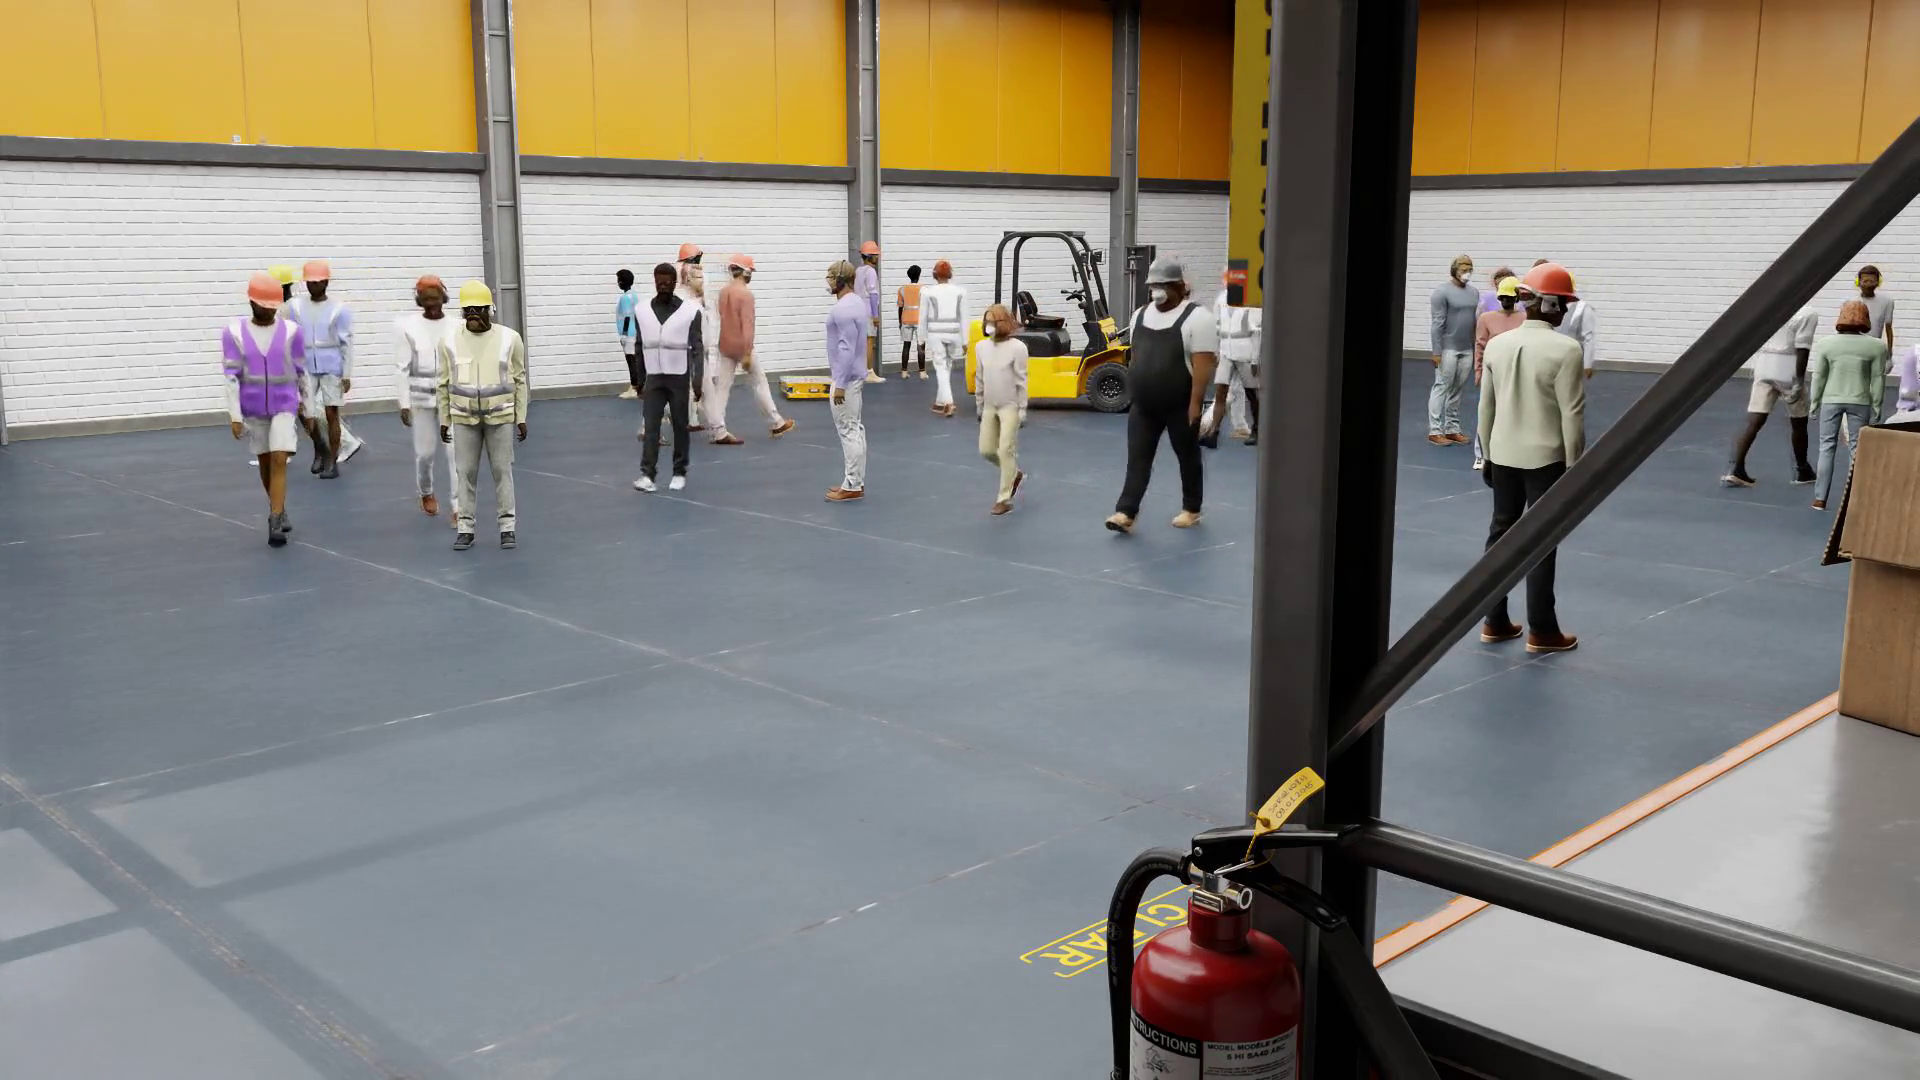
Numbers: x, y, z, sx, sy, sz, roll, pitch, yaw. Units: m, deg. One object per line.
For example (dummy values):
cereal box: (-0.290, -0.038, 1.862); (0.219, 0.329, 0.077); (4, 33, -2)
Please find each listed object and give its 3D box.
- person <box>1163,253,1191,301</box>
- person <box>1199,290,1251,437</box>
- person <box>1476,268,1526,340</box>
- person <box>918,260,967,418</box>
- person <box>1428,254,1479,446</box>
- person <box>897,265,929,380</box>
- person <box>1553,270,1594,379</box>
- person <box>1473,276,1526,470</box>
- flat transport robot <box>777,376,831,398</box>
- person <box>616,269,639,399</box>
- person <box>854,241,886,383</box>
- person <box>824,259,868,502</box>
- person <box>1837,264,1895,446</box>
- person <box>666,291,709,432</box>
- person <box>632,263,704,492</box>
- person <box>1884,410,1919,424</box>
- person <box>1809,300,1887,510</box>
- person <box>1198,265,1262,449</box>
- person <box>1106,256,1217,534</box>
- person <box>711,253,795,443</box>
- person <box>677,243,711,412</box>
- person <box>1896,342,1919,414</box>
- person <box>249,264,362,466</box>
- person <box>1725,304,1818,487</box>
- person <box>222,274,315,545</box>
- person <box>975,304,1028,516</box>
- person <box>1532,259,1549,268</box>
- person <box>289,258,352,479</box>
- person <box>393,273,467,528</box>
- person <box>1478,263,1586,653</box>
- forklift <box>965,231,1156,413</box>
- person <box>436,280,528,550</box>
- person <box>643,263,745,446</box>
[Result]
person: (2.690, -2.712, 21.318); (0.407, 1.902, 0.639); (6, 12, 31)
person: (2.807, -1.930, 17.353); (0.738, 1.802, 0.684); (-1, 10, -6)
person: (5.558, -1.834, 16.803); (0.550, 1.795, 0.798); (-3, 11, -15)
person: (-0.189, -2.377, 19.652); (0.586, 1.848, 0.956); (-4, 11, -20)
person: (5.029, -1.926, 16.929); (0.634, 1.936, 0.351); (-7, 12, -32)
person: (-0.677, -3.223, 24.679); (0.534, 1.694, 0.317); (4, 11, 20)
person: (6.060, -1.817, 16.730); (0.599, 1.803, 0.562); (9, 14, 42)
person: (4.937, -1.504, 15.110); (0.523, 1.762, 0.329); (2, 11, 10)
flat transport robot: (-2.032, -2.042, 22.109); (0.652, 0.197, 1.431); (-2, 11, -12)
person: (-4.341, -2.697, 21.796); (0.318, 1.696, 0.532); (0, 10, -1)
person: (-1.316, -3.293, 24.090); (0.386, 2.045, 0.605); (-5, 11, -25)
person: (-0.919, -1.272, 13.355); (0.357, 1.938, 0.637); (1, 10, 4)
person: (9.214, -1.880, 16.954); (0.577, 1.842, 0.522); (4, 11, 22)
person: (-2.977, -1.926, 17.868); (0.510, 1.603, 0.704); (7, 13, 35)
person: (-2.440, -1.327, 13.768); (0.622, 1.891, 0.789); (1, 10, 8)
person: (3.299, 0.193, 5.555); (0.332, 1.874, 0.520); (-9, 14, -40)
person: (6.862, -1.032, 12.882); (0.508, 1.631, 0.264); (6, 12, 29)
person: (2.753, -1.848, 16.698); (0.589, 1.858, 1.025); (9, 13, 39)
person: (1.458, -1.057, 11.906); (0.701, 2.000, 1.005); (8, 13, 36)
person: (-2.215, -1.992, 17.262); (0.605, 1.933, 1.018); (9, 14, 41)
person: (-3.227, -2.571, 20.186); (0.391, 2.033, 0.605); (1, 10, 5)
person: (5.279, -0.427, 8.832); (0.605, 1.908, 0.458); (8, 13, 36)
person: (-6.107, -1.621, 15.445); (0.950, 1.883, 0.595); (-4, 11, -23)
person: (6.962, -1.399, 14.128); (0.989, 1.924, 0.612); (-5, 12, -27)
person: (-4.830, -0.920, 11.656); (0.557, 1.863, 0.994); (-3, 11, -17)
person: (0.359, -1.009, 12.802); (0.511, 1.621, 0.504); (8, 13, 38)
person: (7.067, -2.504, 20.345); (0.625, 1.844, 0.429); (6, 12, 28)
person: (-5.586, -1.486, 14.539); (0.555, 1.925, 0.398); (0, 10, -1)
person: (-3.878, -1.040, 12.332); (0.580, 1.865, 0.801); (-4, 11, -20)
person: (2.955, -0.421, 8.579); (0.391, 1.989, 0.610); (-7, 12, -32)
forklift: (1.222, -2.721, 20.561); (2.313, 2.155, 1.214); (2, 11, 13)
person: (-3.244, -0.841, 11.299); (0.601, 1.830, 0.403); (-2, 11, -10)
person: (-2.757, -1.861, 16.846); (1.022, 1.857, 0.655); (1, 10, 4)
